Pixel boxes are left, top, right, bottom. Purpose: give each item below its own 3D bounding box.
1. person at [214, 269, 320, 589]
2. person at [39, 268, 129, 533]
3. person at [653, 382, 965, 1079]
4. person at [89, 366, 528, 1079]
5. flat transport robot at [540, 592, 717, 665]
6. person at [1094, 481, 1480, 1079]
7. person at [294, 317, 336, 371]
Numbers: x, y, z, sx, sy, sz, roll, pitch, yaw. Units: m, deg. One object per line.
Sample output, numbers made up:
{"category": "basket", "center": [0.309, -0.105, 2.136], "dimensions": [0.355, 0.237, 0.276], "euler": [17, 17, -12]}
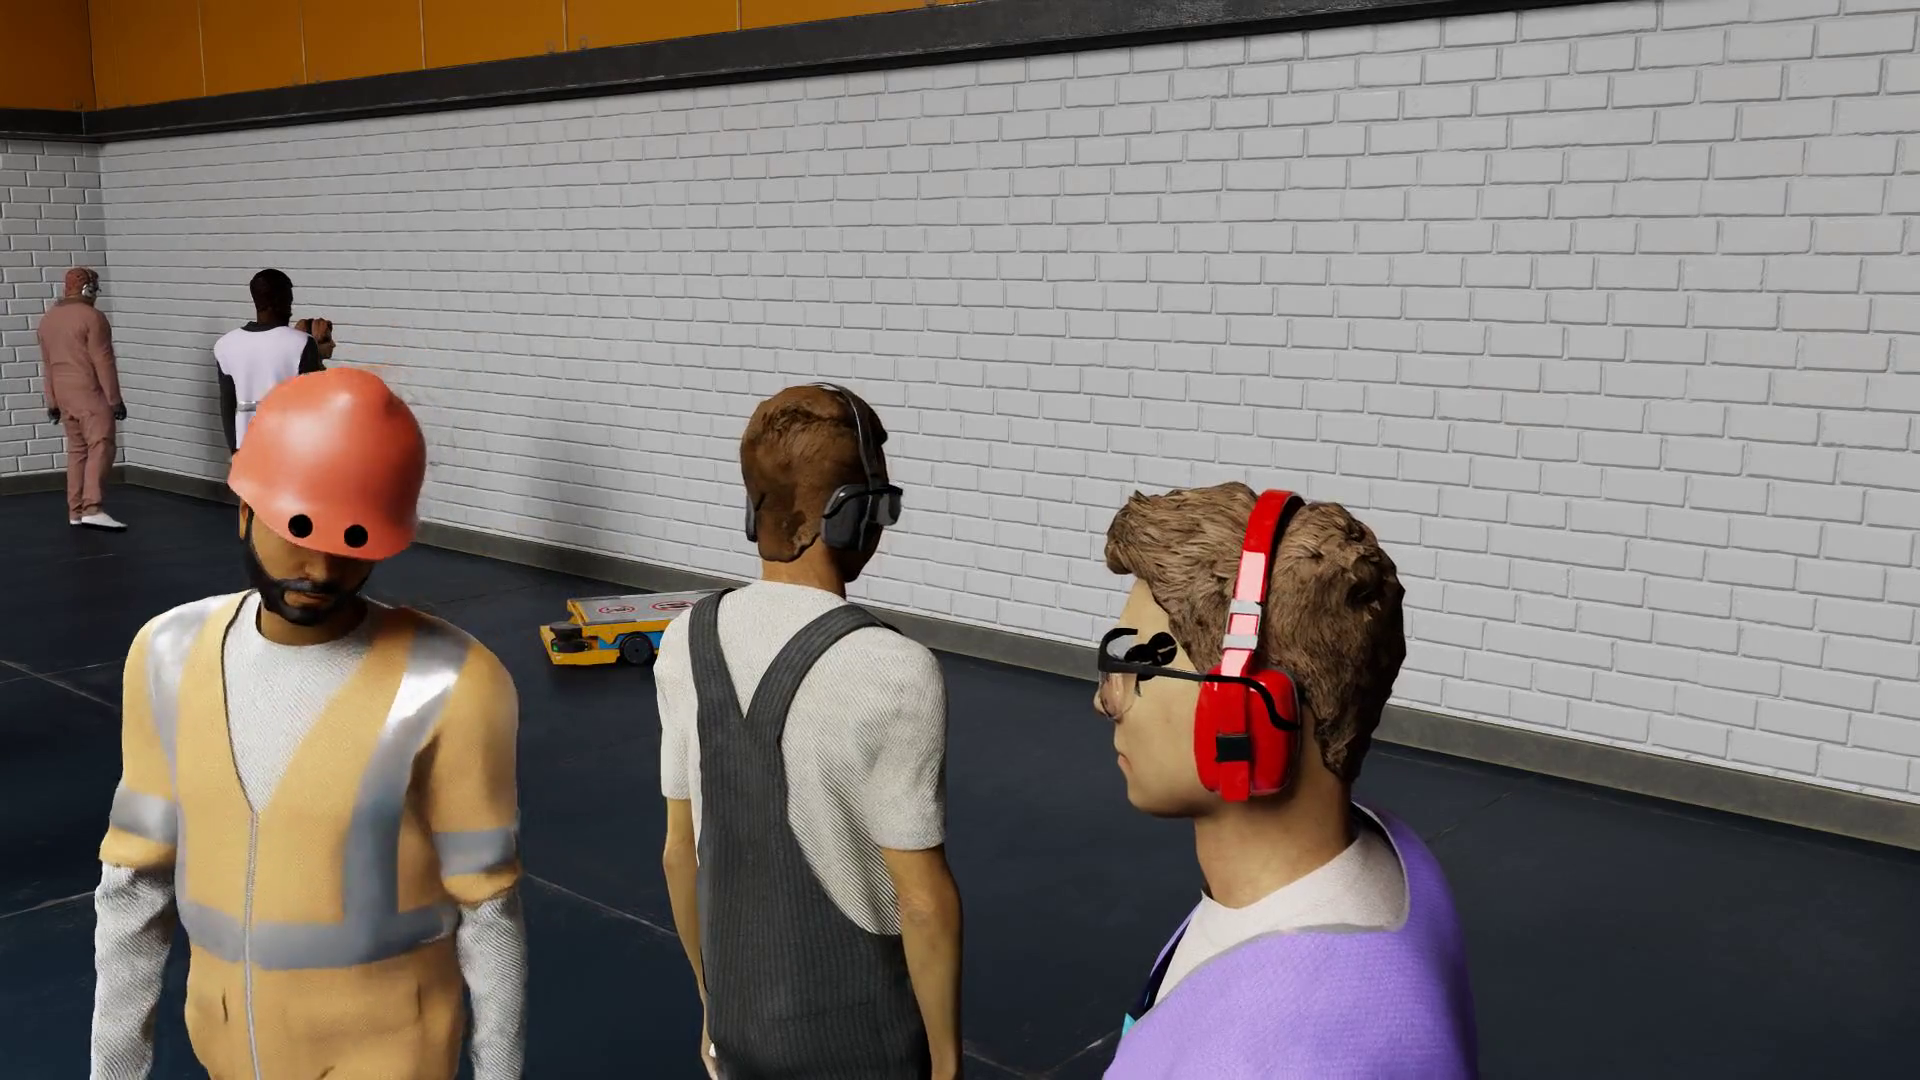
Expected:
{"category": "person", "center": [-3.592, -0.459, 8.758], "dimensions": [0.588, 1.913, 0.390], "euler": [2, 10, 10]}
{"category": "person", "center": [-6.287, -0.991, 11.913], "dimensions": [0.858, 1.878, 0.545], "euler": [6, 12, 30]}
{"category": "person", "center": [-0.196, 0.698, 2.375], "dimensions": [0.506, 1.842, 0.346], "euler": [7, 12, 34]}
{"category": "person", "center": [-0.852, 0.683, 2.364], "dimensions": [0.562, 1.888, 0.906], "euler": [3, 10, 15]}
{"category": "flat transport robot", "center": [-1.369, 0.418, 8.435], "dimensions": [1.431, 0.197, 0.652], "euler": [-3, 11, -19]}
{"category": "person", "center": [0.253, 0.871, 1.385], "dimensions": [0.388, 1.843, 0.565], "euler": [3, 10, 16]}
{"category": "person", "center": [-3.569, -0.413, 9.269], "dimensions": [0.310, 1.642, 0.514], "euler": [-3, 10, -16]}
